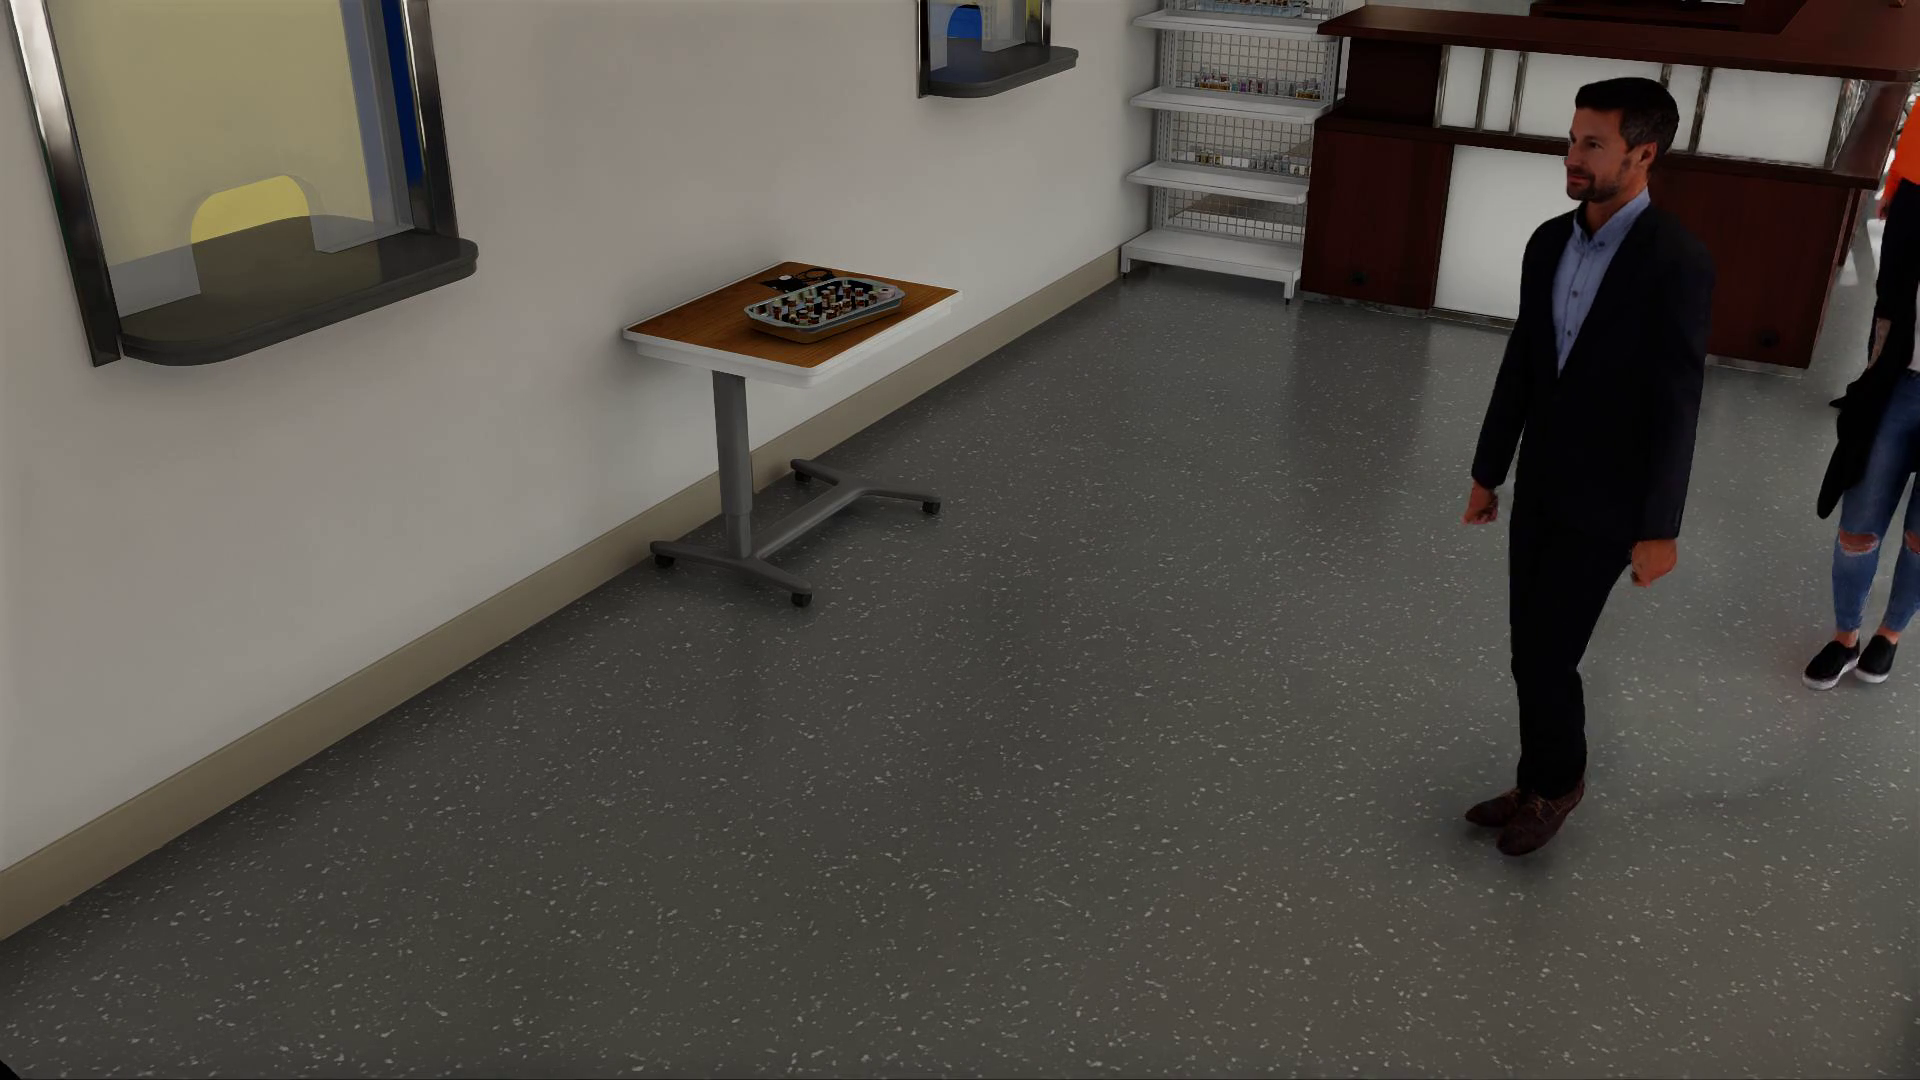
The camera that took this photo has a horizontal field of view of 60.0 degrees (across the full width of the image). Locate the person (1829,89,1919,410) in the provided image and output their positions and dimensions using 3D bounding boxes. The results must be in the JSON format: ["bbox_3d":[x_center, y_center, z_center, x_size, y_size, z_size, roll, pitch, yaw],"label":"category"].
[{"bbox_3d":[3.757,-1.278,6.356,0.758,1.747,0.705,-5,26,-11],"label":"person"}]

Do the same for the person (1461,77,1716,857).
[{"bbox_3d":[1.491,-0.117,3.825,0.873,1.855,0.792,-12,28,-23],"label":"person"}]

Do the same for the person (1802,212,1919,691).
[{"bbox_3d":[2.720,-0.379,4.577,0.698,1.674,0.740,20,32,36],"label":"person"}]
